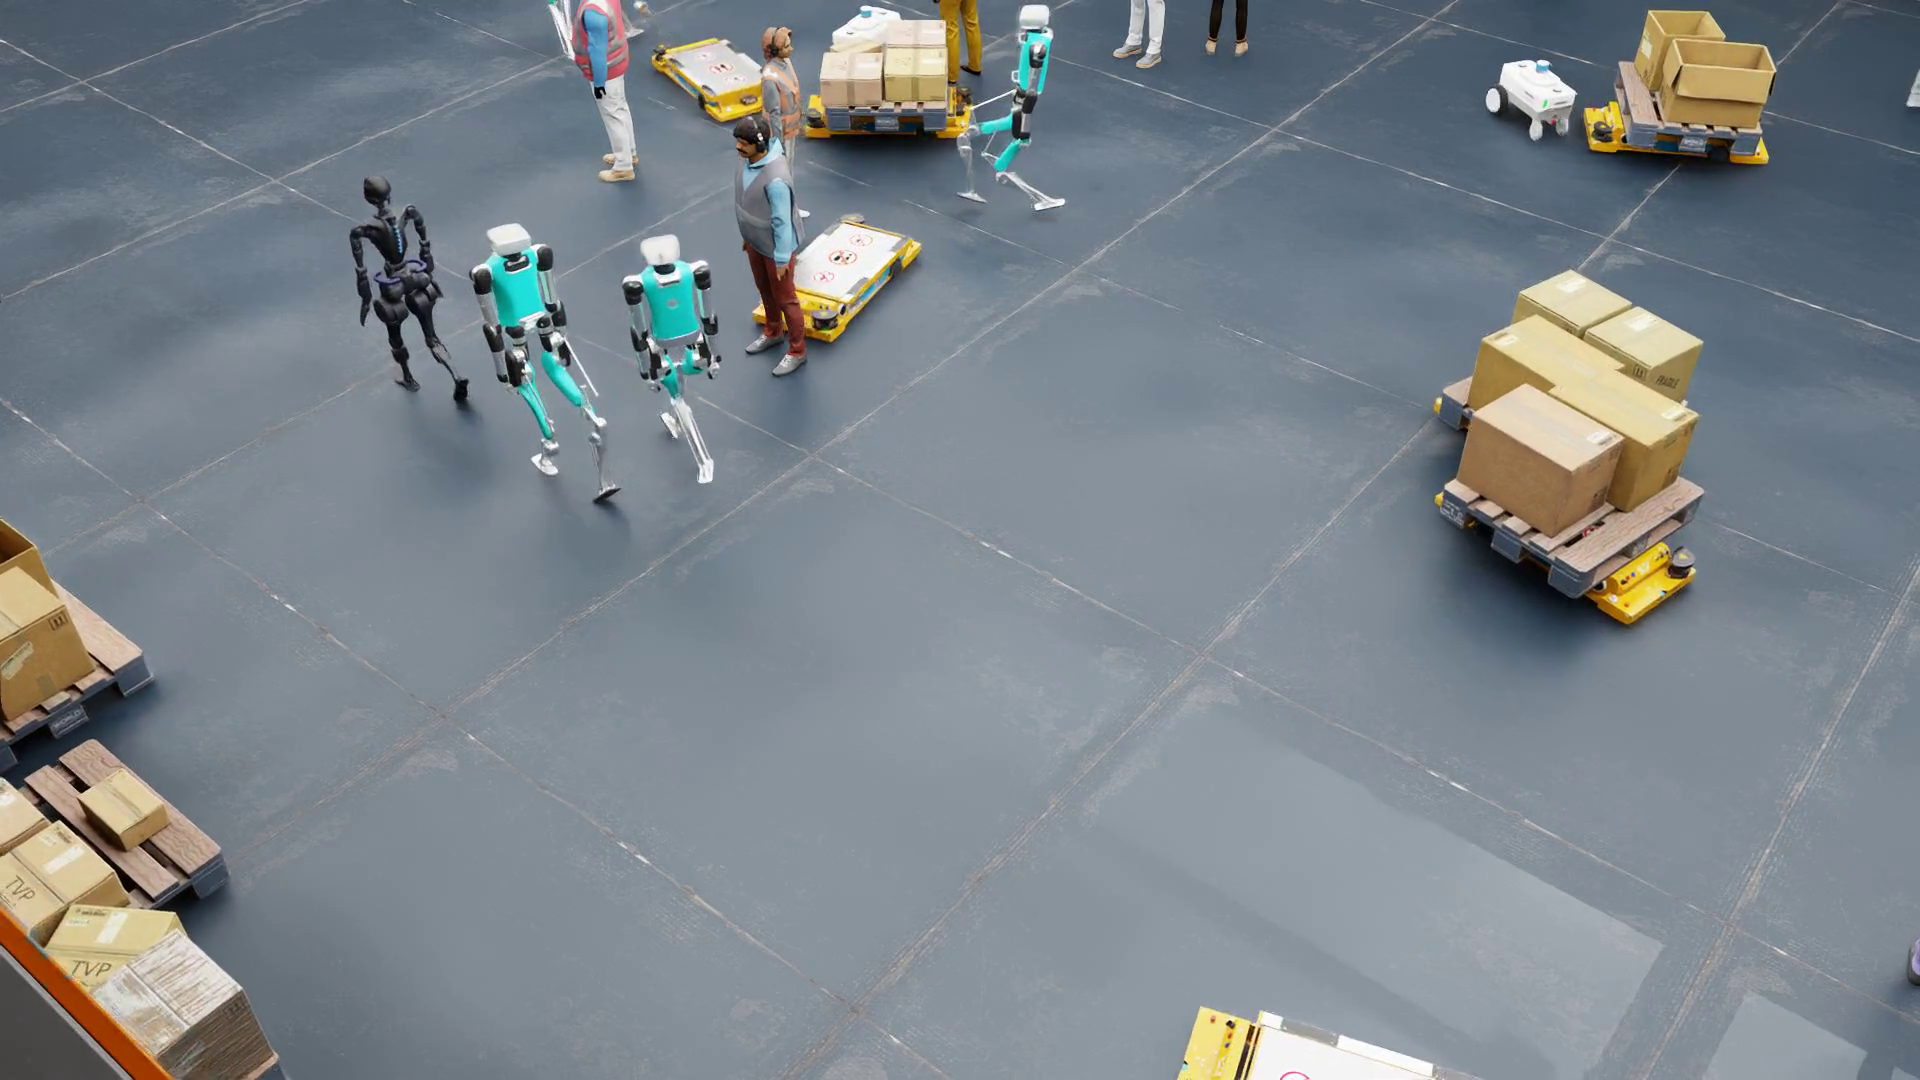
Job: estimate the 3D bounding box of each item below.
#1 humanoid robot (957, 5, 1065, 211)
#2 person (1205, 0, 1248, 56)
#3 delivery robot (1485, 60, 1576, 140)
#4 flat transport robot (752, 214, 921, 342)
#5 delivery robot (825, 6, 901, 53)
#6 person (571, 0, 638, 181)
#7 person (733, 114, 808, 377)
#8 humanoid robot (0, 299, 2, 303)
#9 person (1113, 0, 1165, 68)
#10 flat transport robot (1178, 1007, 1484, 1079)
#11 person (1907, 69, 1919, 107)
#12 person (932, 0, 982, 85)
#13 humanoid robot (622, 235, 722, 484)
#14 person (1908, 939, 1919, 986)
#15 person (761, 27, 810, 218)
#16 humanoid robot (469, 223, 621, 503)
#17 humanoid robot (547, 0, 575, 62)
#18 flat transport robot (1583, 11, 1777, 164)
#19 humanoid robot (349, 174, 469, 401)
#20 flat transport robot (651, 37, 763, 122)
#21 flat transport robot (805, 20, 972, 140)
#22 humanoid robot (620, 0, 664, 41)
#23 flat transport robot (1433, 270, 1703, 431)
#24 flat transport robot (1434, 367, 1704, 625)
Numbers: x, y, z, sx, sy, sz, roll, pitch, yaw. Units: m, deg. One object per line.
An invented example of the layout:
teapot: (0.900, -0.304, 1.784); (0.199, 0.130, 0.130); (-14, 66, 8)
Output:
humanoid robot: (0.291, -3.253, 12.810); (1.062, 1.759, 0.545); (1, 40, 1)
person: (2.487, -5.253, 15.154); (0.535, 1.695, 0.321); (8, 41, 9)
delivery robot: (4.968, -3.853, 14.405); (0.499, 0.614, 0.812); (-12, 42, -14)
flat transport robot: (-0.902, -1.971, 12.397); (0.659, 0.231, 1.431); (17, 43, 19)
delivery robot: (-0.868, -4.569, 15.244); (0.502, 0.609, 0.780); (23, 45, 24)
person: (-2.862, -3.774, 13.316); (0.431, 1.838, 0.629); (-1, 40, -2)
person: (-1.271, -2.001, 11.200); (0.417, 1.870, 0.535); (-26, 47, -27)
humanoid robot: (-7.481, -2.312, 11.749); (0.794, 1.620, 0.609); (1, 40, 1)
person: (1.685, -5.205, 14.955); (0.344, 1.882, 0.585); (-27, 47, -28)
flat transport robot: (1.649, 2.484, 7.156); (1.431, 0.231, 0.659); (14, 42, 16)
person: (8.546, -4.416, 14.145); (0.371, 1.730, 0.527); (6, 41, 7)
person: (-0.032, -4.908, 14.714); (0.351, 1.745, 0.530); (32, 50, 32)
humanoid robot: (-1.823, -1.247, 10.451); (0.545, 1.794, 0.885); (-13, 42, -15)
person: (4.620, 1.383, 7.237); (0.563, 1.840, 0.397); (32, 50, 32)
person: (-1.353, -3.122, 12.690); (0.304, 1.639, 0.521); (3, 40, 4)
humanoid robot: (-2.435, -0.979, 10.120); (0.547, 1.766, 0.982); (-31, 49, -31)
humanoid robot: (-3.736, -5.359, 15.267); (0.553, 1.812, 0.797); (-25, 46, -27)
flat transport robot: (6.098, -3.481, 14.173); (1.431, 0.231, 0.659); (7, 41, 8)
humanoid robot: (-3.642, -1.625, 10.925); (0.689, 1.635, 0.584); (30, 49, 31)
flat transport robot: (-2.190, -4.183, 14.999); (0.659, 0.231, 1.431); (-22, 45, -24)
flat transport robot: (-0.608, -3.727, 14.462); (1.431, 0.231, 0.659); (0, 40, 0)
humanoid robot: (-3.091, -5.425, 15.391); (0.561, 1.843, 0.811); (33, 50, 32)
flat transport robot: (3.867, -0.678, 10.875); (0.659, 0.231, 1.431); (-24, 46, -26)
flat transport robot: (3.677, -0.055, 10.143); (0.659, 0.231, 1.431); (-27, 47, -28)
